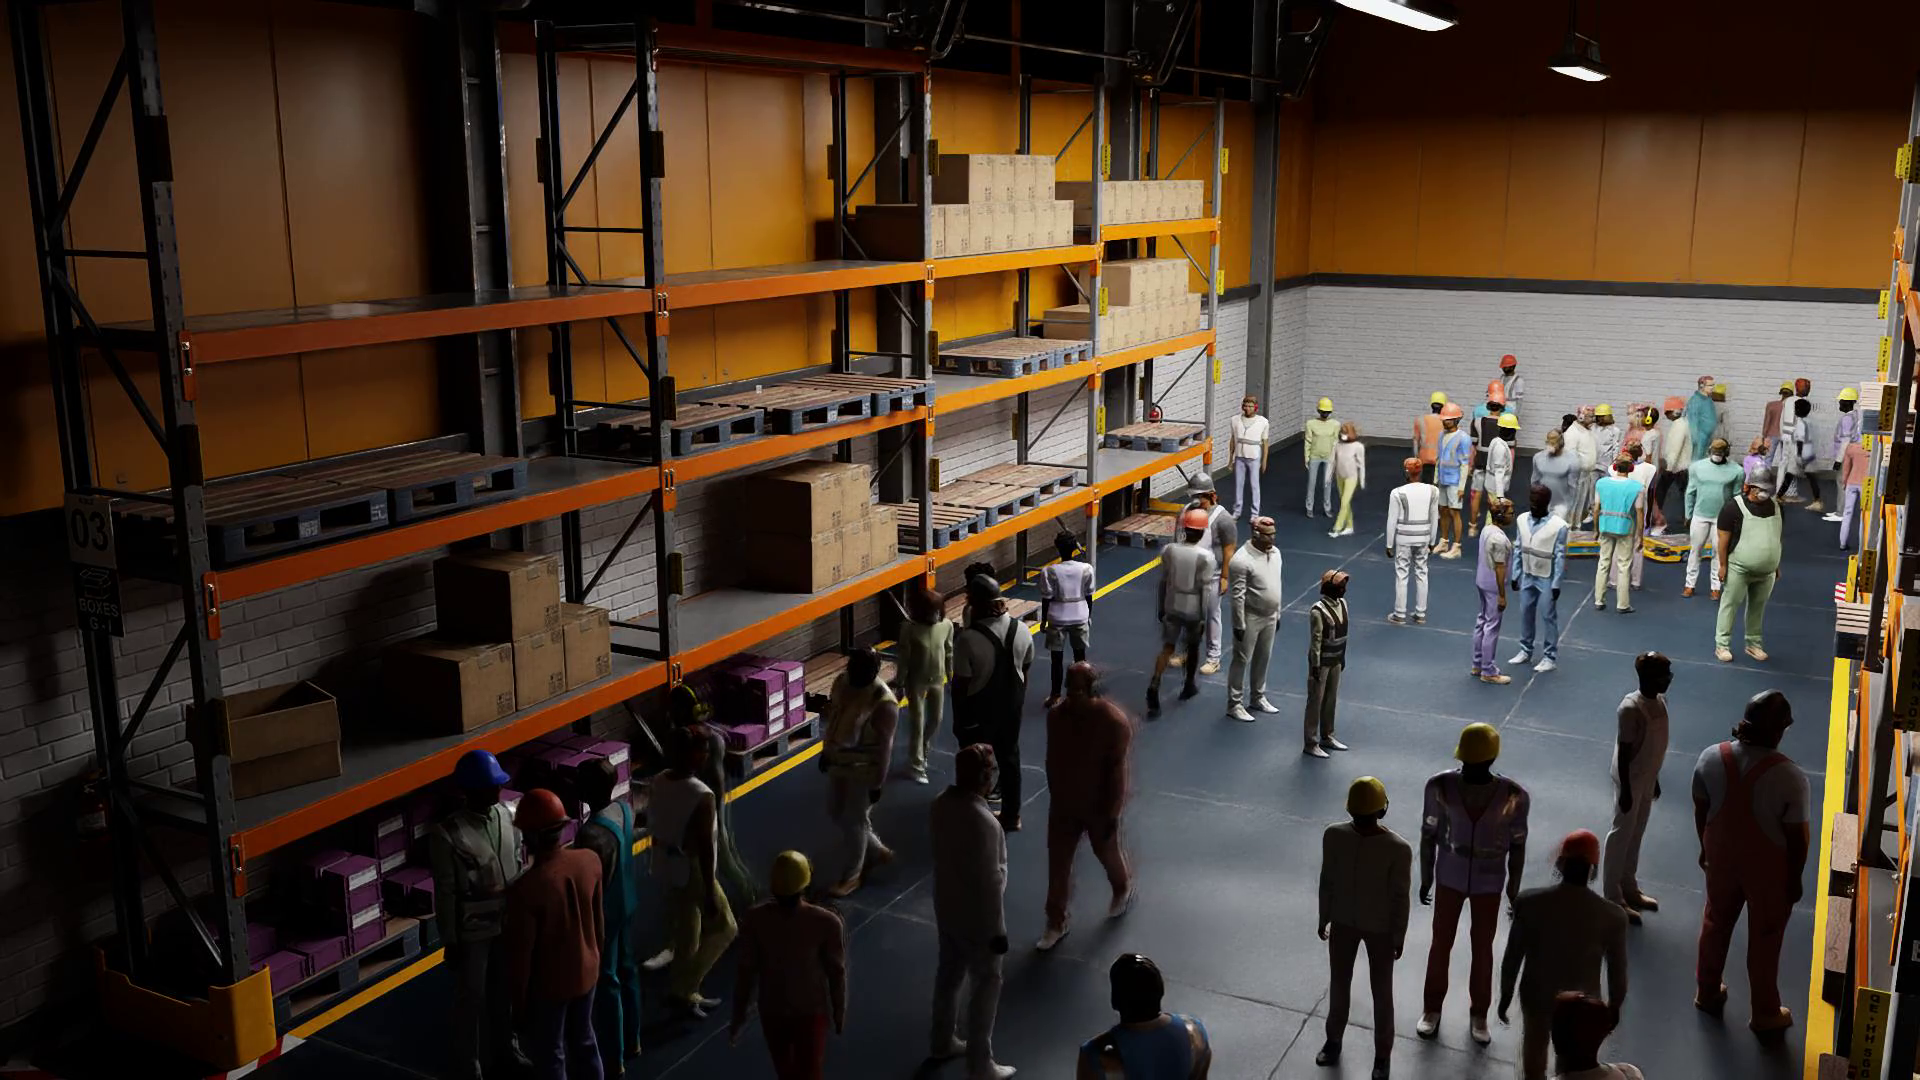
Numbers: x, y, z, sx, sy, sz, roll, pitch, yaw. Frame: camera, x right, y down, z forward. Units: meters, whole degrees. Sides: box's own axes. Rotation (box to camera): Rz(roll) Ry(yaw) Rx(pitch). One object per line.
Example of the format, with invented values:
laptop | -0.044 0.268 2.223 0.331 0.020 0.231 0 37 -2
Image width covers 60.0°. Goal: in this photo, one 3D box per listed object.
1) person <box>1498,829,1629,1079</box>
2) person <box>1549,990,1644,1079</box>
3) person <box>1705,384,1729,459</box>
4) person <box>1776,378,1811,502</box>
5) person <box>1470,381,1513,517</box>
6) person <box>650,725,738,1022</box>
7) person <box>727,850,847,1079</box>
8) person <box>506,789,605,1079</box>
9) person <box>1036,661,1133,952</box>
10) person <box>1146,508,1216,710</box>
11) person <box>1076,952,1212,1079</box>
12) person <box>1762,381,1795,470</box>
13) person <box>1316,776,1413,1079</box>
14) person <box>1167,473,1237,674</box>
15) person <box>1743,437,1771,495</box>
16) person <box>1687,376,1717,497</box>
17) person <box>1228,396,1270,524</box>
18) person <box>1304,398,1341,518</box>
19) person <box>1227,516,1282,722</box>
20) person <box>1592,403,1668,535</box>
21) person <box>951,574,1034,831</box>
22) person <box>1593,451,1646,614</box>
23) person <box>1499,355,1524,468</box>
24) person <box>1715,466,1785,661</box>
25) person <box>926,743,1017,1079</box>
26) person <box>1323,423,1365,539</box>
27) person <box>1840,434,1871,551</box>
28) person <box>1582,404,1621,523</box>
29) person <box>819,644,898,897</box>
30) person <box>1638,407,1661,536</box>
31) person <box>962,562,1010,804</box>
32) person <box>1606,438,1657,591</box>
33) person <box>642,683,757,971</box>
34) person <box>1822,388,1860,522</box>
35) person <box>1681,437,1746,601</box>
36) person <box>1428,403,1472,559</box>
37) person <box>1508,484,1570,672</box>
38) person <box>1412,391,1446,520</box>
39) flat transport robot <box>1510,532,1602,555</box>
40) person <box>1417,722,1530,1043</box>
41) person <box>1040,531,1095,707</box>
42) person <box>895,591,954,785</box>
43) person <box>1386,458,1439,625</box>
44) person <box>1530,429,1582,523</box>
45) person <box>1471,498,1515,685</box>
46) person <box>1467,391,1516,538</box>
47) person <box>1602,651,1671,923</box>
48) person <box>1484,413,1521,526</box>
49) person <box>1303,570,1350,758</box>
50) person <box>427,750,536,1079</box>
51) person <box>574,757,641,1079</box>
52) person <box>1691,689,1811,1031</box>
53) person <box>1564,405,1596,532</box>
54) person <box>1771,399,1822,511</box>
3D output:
person | 3.092 2.313 8.532 0.596 1.691 0.934 6 14 24
person | 2.392 2.660 6.550 0.586 1.883 0.342 -6 14 -25
person | 11.882 -1.623 26.194 0.787 1.680 0.529 -10 16 -38
person | 12.684 -1.522 25.274 0.337 1.883 0.584 -2 13 -8
person | 7.703 -1.322 24.129 0.610 1.996 0.386 -1 13 -6
person | -1.575 1.969 9.762 0.452 1.827 0.587 -10 16 -39
person | -0.861 2.371 8.167 0.537 1.739 0.737 3 13 15
person | -2.038 2.205 8.369 0.414 1.984 0.633 7 15 30
person | 0.839 1.685 10.942 0.636 1.876 0.916 7 14 29
person | 2.080 0.655 15.538 0.575 1.899 0.907 6 14 27
person | 0.727 2.594 6.950 0.634 1.840 0.429 -6 14 -26
person | 12.790 -1.595 25.906 0.532 1.754 0.341 7 14 28
person | 2.223 2.133 9.208 0.523 1.759 0.350 8 15 33
person | 2.378 0.325 16.652 0.688 2.000 0.537 11 17 42
person | 10.163 -0.513 21.332 0.312 1.631 0.523 0 13 1
person | 11.315 -1.560 25.394 0.408 1.906 0.652 11 17 40
person | 4.125 -1.152 23.742 0.563 1.836 0.386 8 15 31
person | 5.232 -1.183 24.039 0.526 1.762 0.339 0 13 1
person | 2.736 0.712 15.257 0.646 1.898 0.398 -11 16 -40
person | 9.296 -0.958 22.807 0.970 1.862 0.669 0 13 -2
person | 0.197 1.236 12.574 0.681 2.000 0.535 -8 15 -32
person | 7.467 -0.077 18.883 0.570 1.849 0.380 11 17 41
person | 9.220 -2.165 28.059 0.375 1.927 0.543 -5 14 -23
person | 8.119 0.243 17.022 0.689 2.000 0.537 -1 13 -6
person | 0.061 2.058 9.248 0.408 1.889 0.654 -7 14 -27
person | 5.206 -0.801 22.701 0.845 1.586 0.535 -12 17 -43
person | 11.879 -0.708 21.900 0.331 1.768 0.526 -9 15 -34
person | 9.089 -1.069 23.593 0.317 1.736 0.486 -11 17 -41
person | -0.706 1.580 11.559 0.532 1.815 0.691 -10 16 -39
person | 9.203 -0.864 22.363 0.328 1.872 0.513 7 15 30
person | 0.200 1.122 13.287 0.386 1.957 0.603 -9 15 -34
person | 7.982 -0.293 19.858 0.564 1.847 0.396 1 13 6
person | -1.638 1.783 10.665 0.521 1.819 0.971 8 15 31
person | 12.663 -1.222 23.834 0.369 1.928 0.585 10 16 38
person | 8.814 -0.255 19.493 0.627 1.934 0.372 7 14 27
person | 6.331 -0.765 21.563 0.406 2.035 0.611 -4 13 -19
person | 5.844 0.373 16.753 0.406 1.908 0.589 -7 15 -30
person | 6.721 -1.173 23.667 0.586 1.900 0.766 2 13 11
flat transport robot | 8.063 0.054 21.865 1.431 0.197 0.652 -1 13 -5
person | 2.947 1.961 9.595 0.589 1.924 0.383 4 13 18
person | 0.996 0.751 15.535 0.533 1.693 0.319 -3 13 -13
person | -0.316 1.184 13.790 0.578 1.614 0.594 -7 14 -28
person | 4.993 0.017 18.404 0.582 1.879 0.357 -2 13 -9
person | 7.280 -0.431 20.332 0.631 1.916 0.560 12 17 42
person | 5.255 0.493 16.344 0.341 1.845 0.511 0 13 -2
person | 7.245 -1.016 22.688 0.619 2.028 0.408 7 14 27
person | 4.581 1.638 11.218 0.506 1.847 0.350 -11 17 -41
person | 6.961 -0.679 21.428 0.397 1.920 0.587 4 13 16
person | 3.162 1.053 14.322 0.313 1.634 0.514 12 17 42
person | -2.587 2.070 9.043 0.375 1.950 0.615 7 15 29
person | -1.975 2.081 9.232 0.345 1.847 0.506 3 13 15
person | 4.689 1.853 9.811 0.537 2.000 0.678 -9 16 -36
person | 8.342 -0.882 22.396 0.399 1.897 0.652 11 17 41
person | 12.441 -1.267 24.649 0.535 1.644 0.849 -10 16 -38
